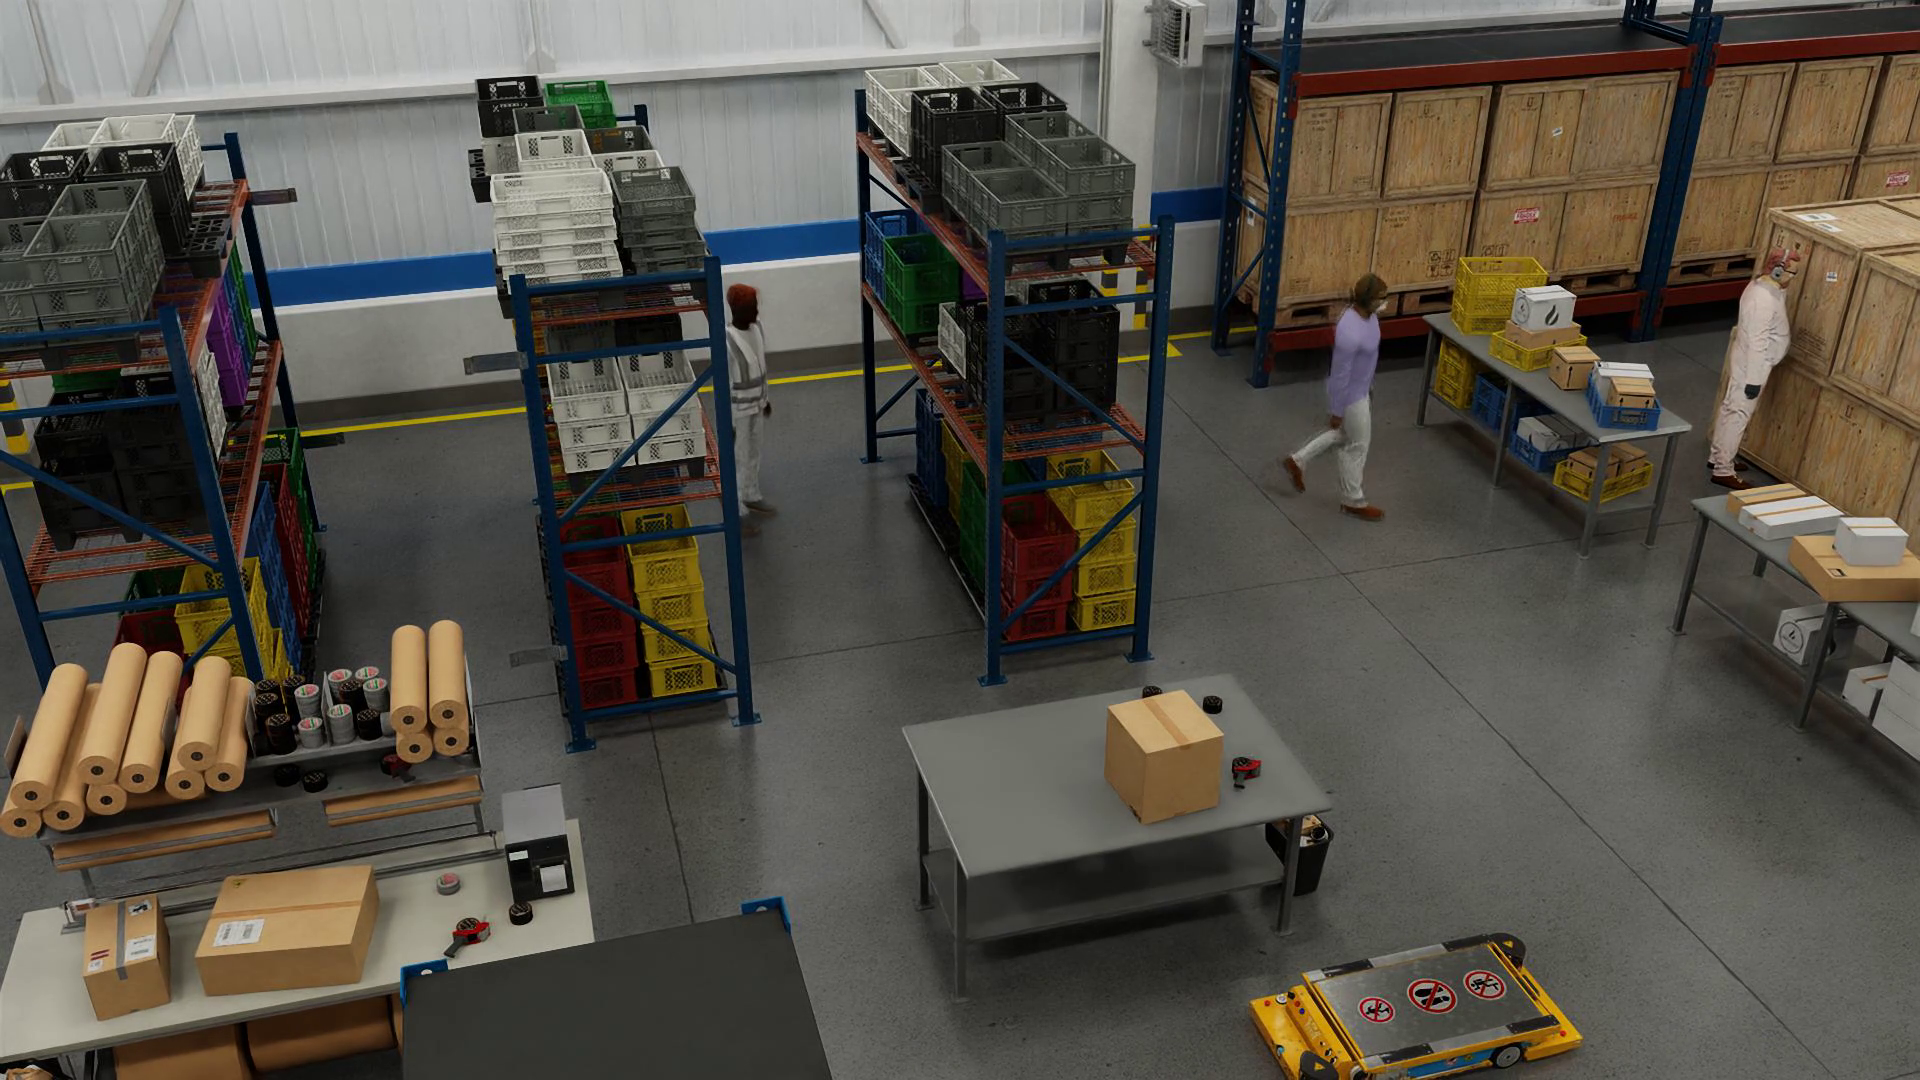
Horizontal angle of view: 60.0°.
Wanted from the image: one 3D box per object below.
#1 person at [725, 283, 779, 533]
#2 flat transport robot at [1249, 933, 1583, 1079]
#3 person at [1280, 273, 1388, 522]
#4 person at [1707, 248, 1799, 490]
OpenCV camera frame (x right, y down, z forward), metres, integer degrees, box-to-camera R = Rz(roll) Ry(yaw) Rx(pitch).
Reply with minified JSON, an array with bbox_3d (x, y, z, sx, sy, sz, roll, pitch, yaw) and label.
[{"bbox_3d":[-1.586,-0.985,12.264,0.339,1.880,0.584,11,31,20],"label":"person"},{"bbox_3d":[2.184,2.282,7.980,1.431,0.197,0.652,-8,30,-14],"label":"flat transport robot"},{"bbox_3d":[2.862,-1.094,12.428,0.796,1.920,0.641,11,31,20],"label":"person"},{"bbox_3d":[6.157,-1.339,12.889,0.409,1.904,0.640,10,30,17],"label":"person"}]
